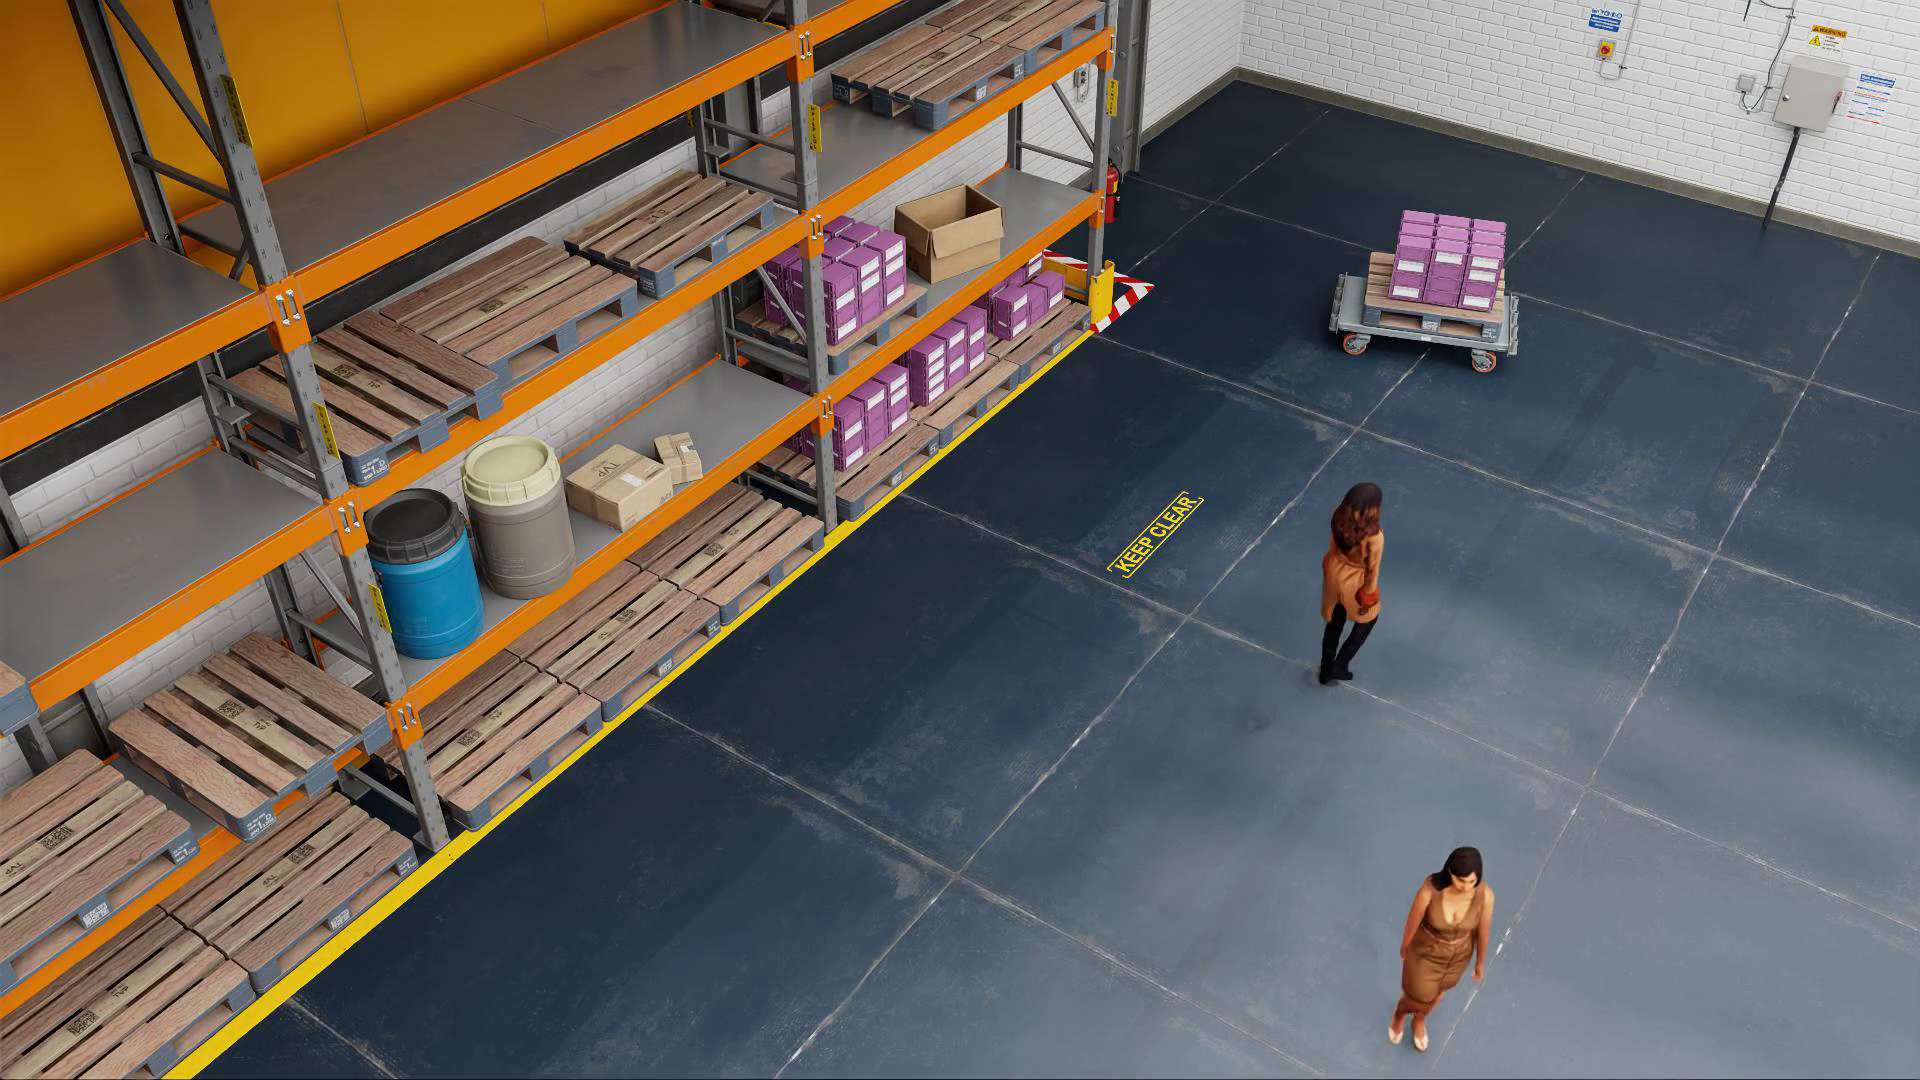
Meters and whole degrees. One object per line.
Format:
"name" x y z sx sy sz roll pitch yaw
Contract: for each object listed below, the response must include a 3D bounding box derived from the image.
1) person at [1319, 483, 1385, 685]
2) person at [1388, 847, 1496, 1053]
"person" 2.573 0.345 11.286 0.734 1.711 0.761 -27 46 -30
"person" 2.590 2.167 9.031 0.699 1.678 0.749 -2 39 -2
